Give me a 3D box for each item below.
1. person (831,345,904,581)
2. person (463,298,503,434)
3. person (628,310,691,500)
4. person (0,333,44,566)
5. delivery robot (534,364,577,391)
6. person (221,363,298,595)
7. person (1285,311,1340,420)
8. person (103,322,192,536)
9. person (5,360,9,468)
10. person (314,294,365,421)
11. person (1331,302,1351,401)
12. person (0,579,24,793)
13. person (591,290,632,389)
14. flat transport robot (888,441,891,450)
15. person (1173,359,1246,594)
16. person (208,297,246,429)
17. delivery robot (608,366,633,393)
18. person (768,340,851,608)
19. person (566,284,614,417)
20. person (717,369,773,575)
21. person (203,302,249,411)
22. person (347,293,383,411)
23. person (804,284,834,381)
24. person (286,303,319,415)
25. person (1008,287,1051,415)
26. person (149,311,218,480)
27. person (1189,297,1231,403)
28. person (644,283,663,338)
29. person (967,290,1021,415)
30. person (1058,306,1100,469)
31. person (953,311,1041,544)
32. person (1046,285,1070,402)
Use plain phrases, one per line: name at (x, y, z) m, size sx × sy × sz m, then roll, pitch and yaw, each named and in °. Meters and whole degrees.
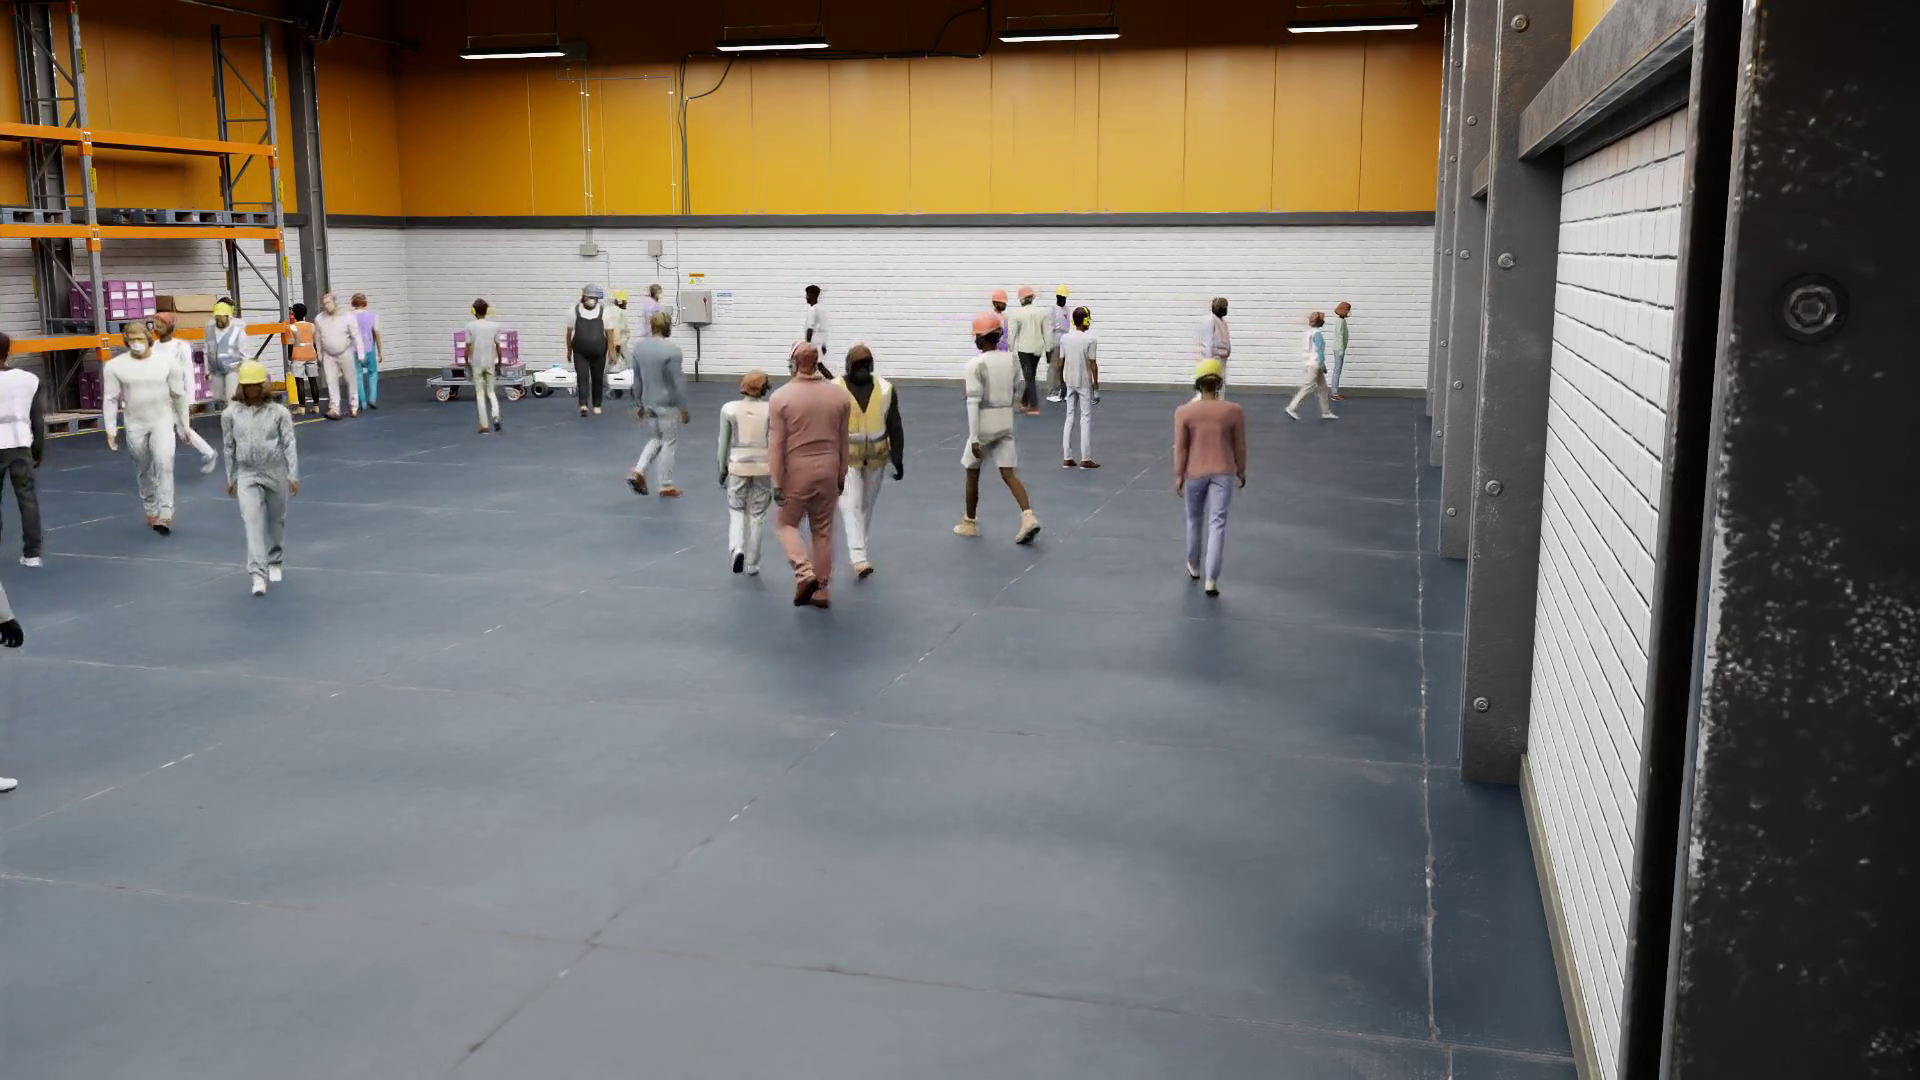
person at (-0.743, -0.597, 12.841) m, size 0.631 × 1.785 × 0.991 m, roll -3°, pitch 11°, yaw -19°
person at (-6.526, -2.363, 22.691) m, size 0.511 × 1.852 × 0.378 m, roll -7°, pitch 12°, yaw -35°
person at (-3.026, -1.349, 16.729) m, size 0.633 × 1.920 × 0.483 m, roll 8°, pitch 13°, yaw 39°
person at (-7.730, -0.736, 13.436) m, size 0.624 × 1.854 × 1.024 m, roll -9°, pitch 14°, yaw -43°
delivery robot at (-6.853, -2.744, 28.228) m, size 0.707 × 0.478 × 0.477 m, roll 0°, pitch 10°, yaw 2°
person at (-5.199, -0.471, 12.384) m, size 0.501 × 1.689 × 0.892 m, roll -4°, pitch 11°, yaw -21°
person at (5.203, -2.567, 24.502) m, size 0.787 × 1.607 × 0.518 m, roll 1°, pitch 10°, yaw 8°
person at (-7.236, -0.990, 14.808) m, size 0.667 × 1.877 × 1.041 m, roll -4°, pitch 11°, yaw -19°
person at (-11.143, -1.763, 19.075) m, size 0.563 × 1.923 × 0.405 m, roll 3°, pitch 10°, yaw 16°
person at (-9.149, -2.693, 24.531) m, size 0.774 × 1.840 × 0.992 m, roll 0°, pitch 10°, yaw -1°
person at (6.339, -3.139, 27.674) m, size 0.279 × 1.633 × 0.499 m, roll 2°, pitch 10°, yaw 11°
person at (-4.490, 0.299, 7.455) m, size 0.605 × 1.904 × 0.686 m, roll 7°, pitch 12°, yaw 35°
person at (-6.171, -3.579, 29.774) m, size 0.912 × 1.786 × 0.597 m, roll -3°, pitch 10°, yaw -17°
flat transport robot at (-1.210, -1.171, 20.391) m, size 0.652 × 0.197 × 1.431 m, roll 2°, pitch 10°, yaw 10°
person at (1.860, -0.487, 12.415) m, size 0.539 × 1.719 × 0.899 m, roll 1°, pitch 10°, yaw 8°
person at (-10.261, -2.485, 23.369) m, size 0.497 × 1.849 × 0.519 m, roll -4°, pitch 11°, yaw -22°
delivery robot at (-5.520, -2.672, 27.818) m, size 0.707 × 0.478 × 0.477 m, roll 3°, pitch 10°, yaw 14°
person at (-1.059, -0.448, 11.692) m, size 0.641 × 1.898 × 0.468 m, roll -6°, pitch 12°, yaw -29°
person at (-5.550, -2.869, 24.999) m, size 0.706 × 2.000 × 1.016 m, roll -3°, pitch 10°, yaw -15°
person at (-1.613, -0.510, 12.858) m, size 0.531 × 1.618 × 0.441 m, roll 0°, pitch 10°, yaw -2°
person at (-9.898, -2.314, 22.483) m, size 0.612 × 1.813 × 0.509 m, roll 1°, pitch 10°, yaw 6°
person at (-9.338, -2.947, 26.027) m, size 0.596 × 1.823 × 0.642 m, roll -2°, pitch 10°, yaw -12°
person at (-2.365, -3.297, 27.775) m, size 0.950 × 1.929 × 0.631 m, roll 2°, pitch 10°, yaw 13°
person at (-9.979, -2.743, 25.259) m, size 0.318 × 1.697 × 0.535 m, roll 7°, pitch 12°, yaw 34°
person at (1.021, -2.912, 25.553) m, size 0.641 × 1.926 × 1.025 m, roll -5°, pitch 11°, yaw -27°
person at (-8.527, -1.557, 18.102) m, size 0.583 × 1.860 × 0.826 m, roll 3°, pitch 11°, yaw 18°
person at (3.701, -2.640, 24.301) m, size 0.522 × 1.826 × 0.637 m, roll 6°, pitch 12°, yaw 31°
person at (-5.408, -3.551, 29.223) m, size 0.529 × 1.917 × 0.659 m, roll 0°, pitch 10°, yaw -3°
person at (0.512, -2.869, 25.399) m, size 0.546 × 1.906 × 0.900 m, roll -10°, pitch 14°, yaw -44°
person at (1.375, -1.751, 19.166) m, size 0.532 × 1.864 × 0.312 m, roll 7°, pitch 12°, yaw 34°
person at (0.318, -0.964, 14.336) m, size 0.612 × 2.010 × 0.979 m, roll -7°, pitch 12°, yaw -35°
person at (1.647, -3.248, 27.475) m, size 0.384 × 1.924 × 0.589 m, roll 7°, pitch 12°, yaw 35°
